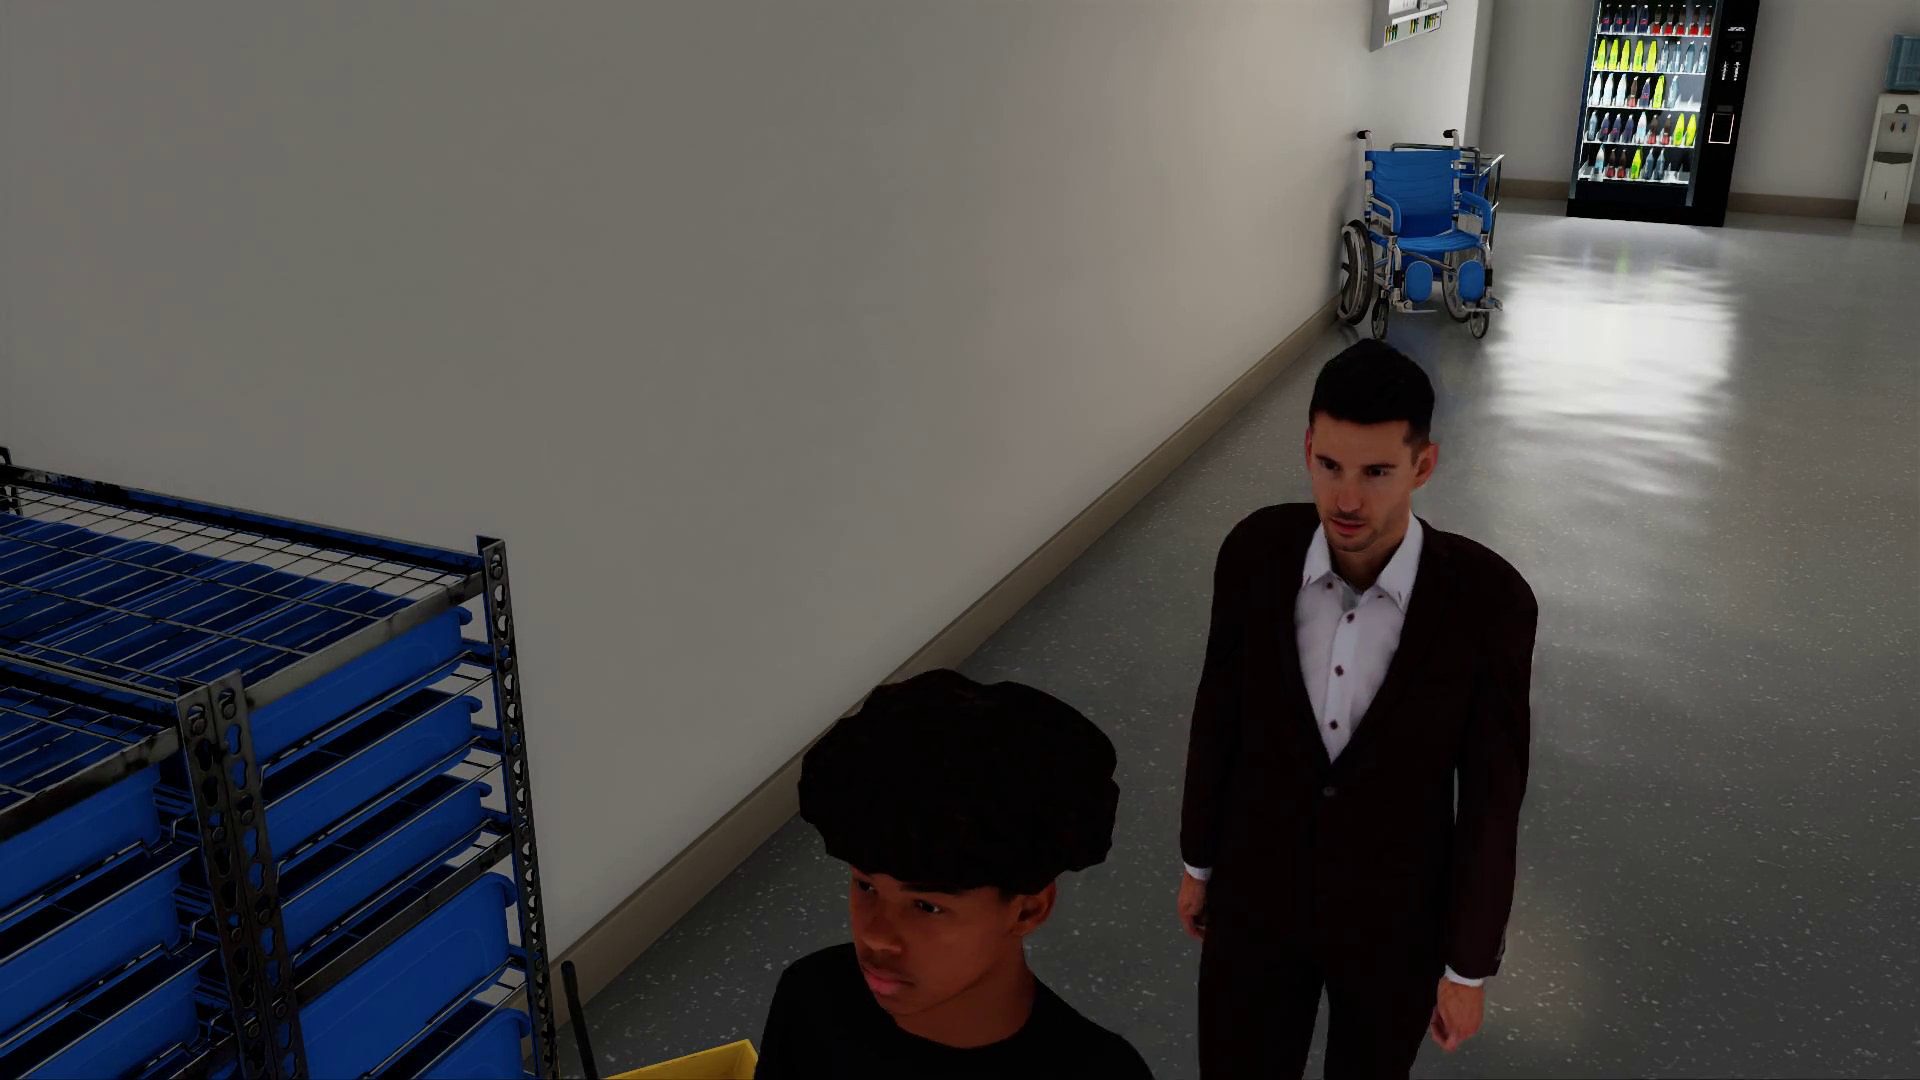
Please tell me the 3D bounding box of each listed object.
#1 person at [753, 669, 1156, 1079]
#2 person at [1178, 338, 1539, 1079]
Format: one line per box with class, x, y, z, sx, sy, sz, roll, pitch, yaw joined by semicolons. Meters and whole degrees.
person;0.056;0.925;1.856;0.934;1.772;0.816;17;26;37
person;0.642;0.566;2.738;1.159;1.820;0.787;9;22;22
